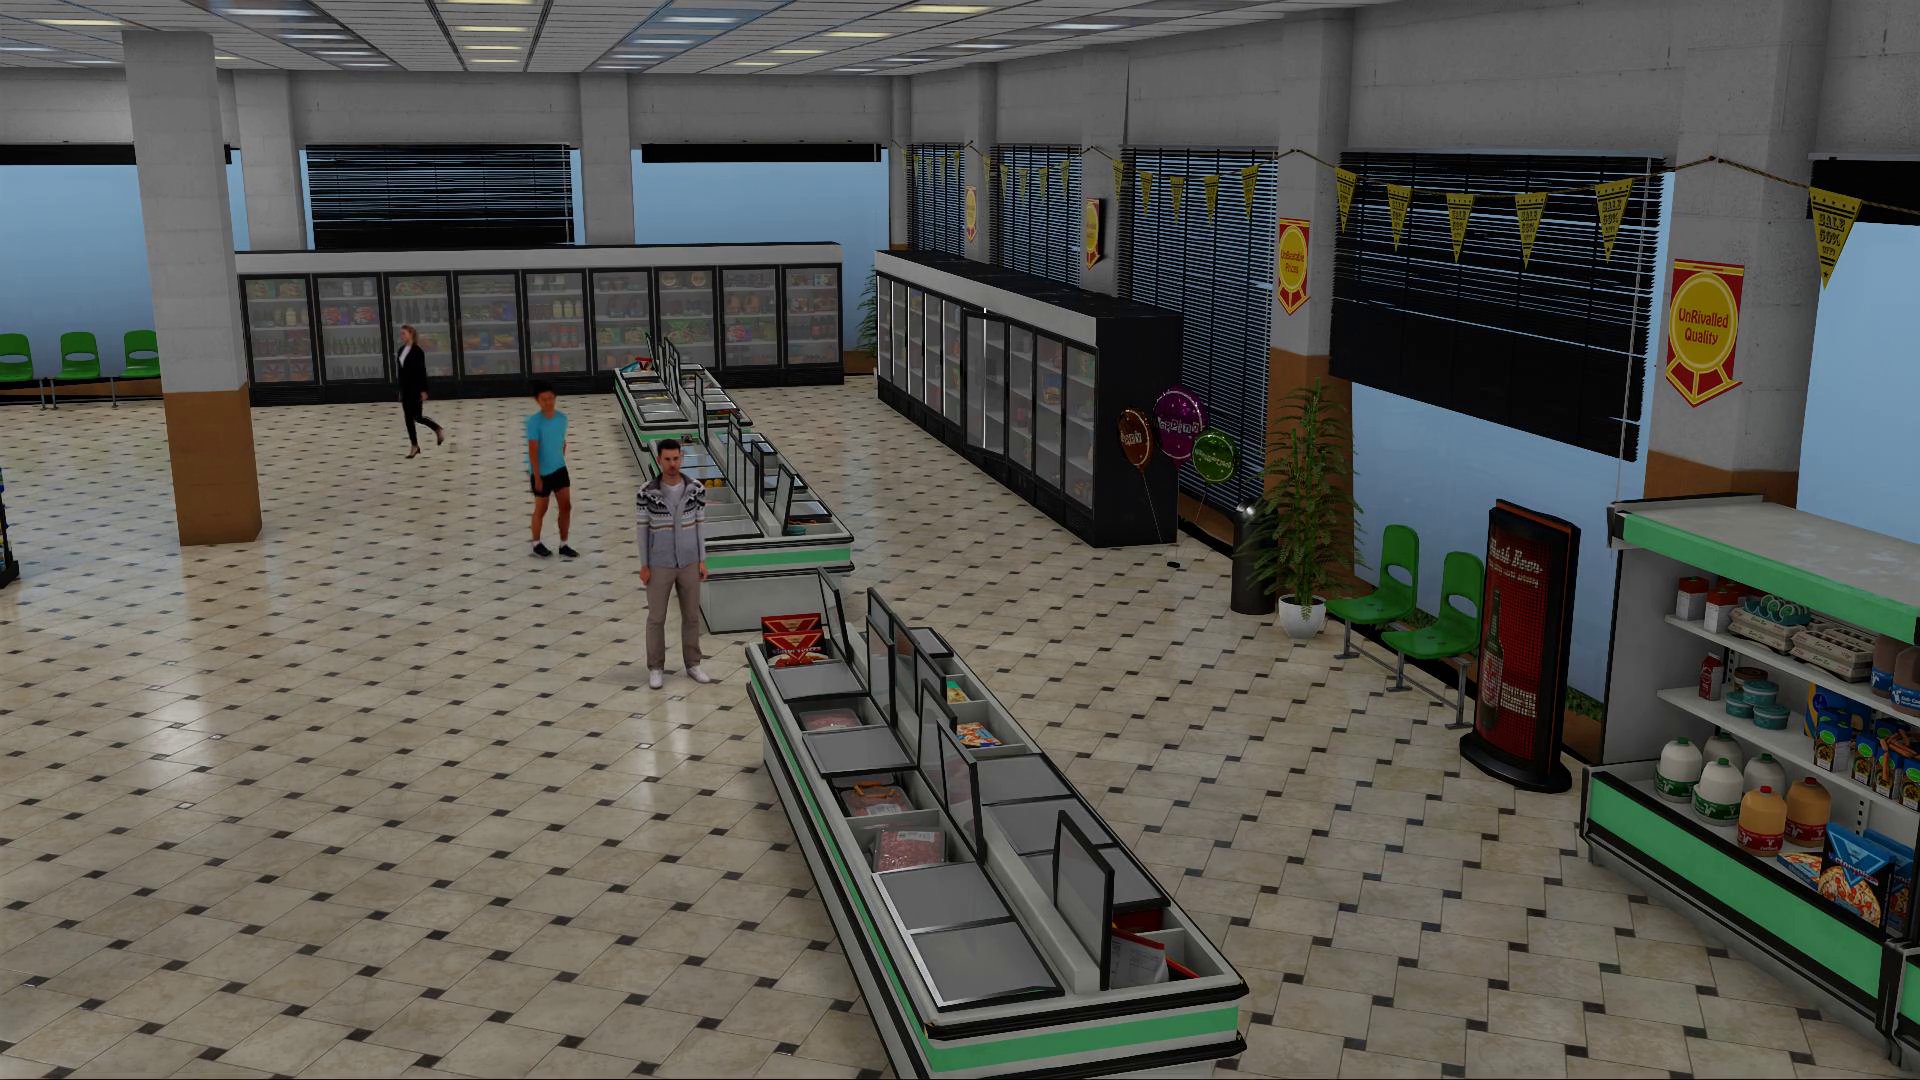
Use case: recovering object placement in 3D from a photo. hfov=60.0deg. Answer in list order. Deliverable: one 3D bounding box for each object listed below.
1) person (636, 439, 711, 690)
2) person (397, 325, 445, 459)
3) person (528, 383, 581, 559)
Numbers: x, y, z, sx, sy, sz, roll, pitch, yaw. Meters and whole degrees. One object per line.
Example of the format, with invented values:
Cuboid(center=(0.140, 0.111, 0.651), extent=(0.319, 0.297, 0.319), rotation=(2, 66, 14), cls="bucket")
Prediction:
Cuboid(center=(-2.145, 0.150, 12.421), extent=(0.714, 1.861, 0.620), rotation=(-6, 15, -23), cls="person")
Cuboid(center=(-6.900, -1.884, 21.174), extent=(0.909, 1.689, 0.966), rotation=(8, 16, 30), cls="person")
Cuboid(center=(-4.000, -0.653, 15.996), extent=(0.961, 1.737, 0.861), rotation=(9, 16, 33), cls="person")
